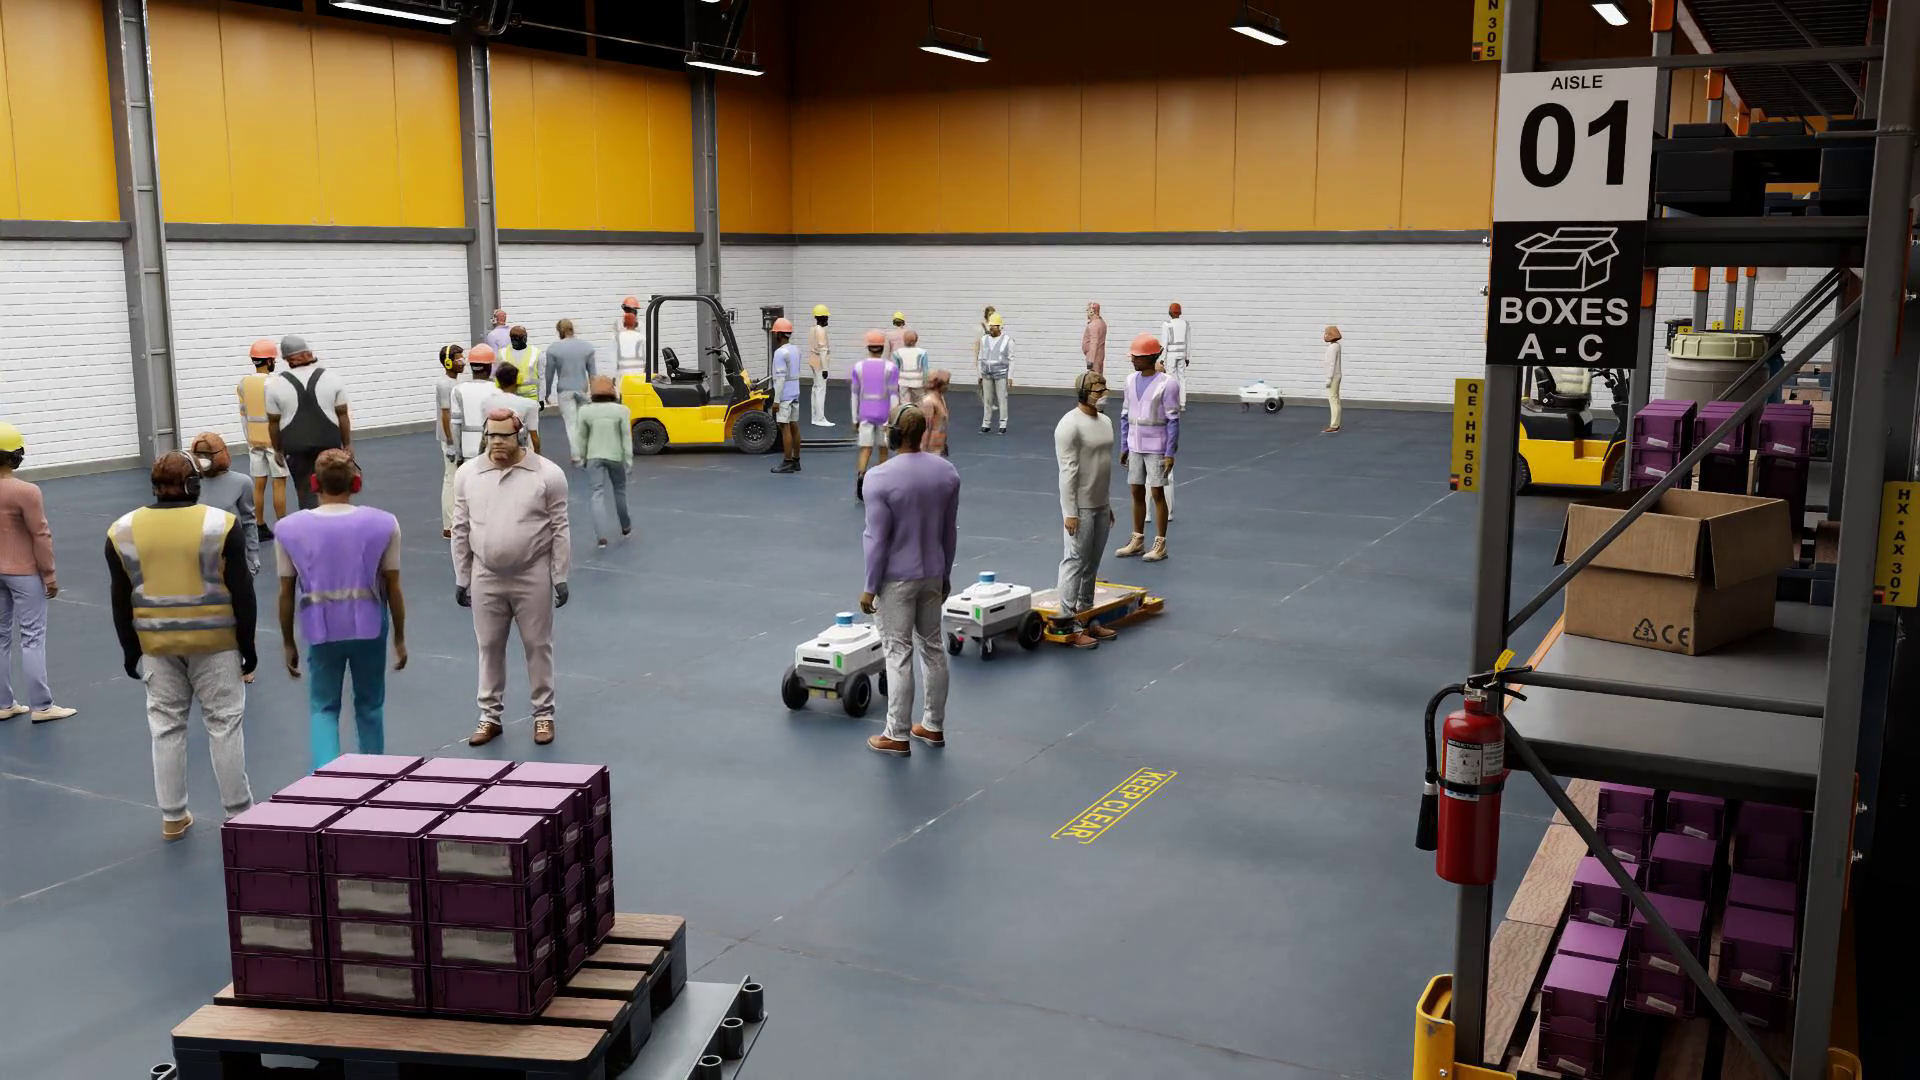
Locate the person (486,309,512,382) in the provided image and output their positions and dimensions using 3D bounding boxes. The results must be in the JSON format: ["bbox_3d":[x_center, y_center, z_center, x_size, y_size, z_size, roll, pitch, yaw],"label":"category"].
[{"bbox_3d":[-6.842,-2.482,24.831,0.401,1.906,0.649,5,11,25],"label":"person"}]

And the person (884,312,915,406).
[{"bbox_3d":[-1.015,-2.928,27.826,0.533,1.765,0.322,-1,10,-8],"label":"person"}]

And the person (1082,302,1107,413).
[{"bbox_3d":[2.276,-3.103,28.427,0.402,1.906,0.652,3,10,18],"label":"person"}]

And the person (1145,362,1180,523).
[{"bbox_3d":[1.995,-0.988,16.966,0.516,1.636,0.314,-2,10,-11],"label":"person"}]

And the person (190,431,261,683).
[{"bbox_3d":[-4.711,0.122,10.546,0.507,1.631,0.280,-5,11,-25],"label":"person"}]

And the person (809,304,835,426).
[{"bbox_3d":[-2.209,-2.769,26.422,0.355,1.930,0.593,-3,10,-19],"label":"person"}]

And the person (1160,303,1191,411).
[{"bbox_3d":[3.742,-3.177,28.918,0.584,1.882,0.337,-4,11,-24],"label":"person"}]

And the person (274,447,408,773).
[{"bbox_3d":[-2.936,0.480,7.934,0.571,1.828,0.549,-3,10,-15],"label":"person"}]

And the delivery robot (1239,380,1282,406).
[{"bbox_3d":[5.193,-2.526,28.723,0.707,0.478,0.477,3,10,18],"label":"delivery robot"}]

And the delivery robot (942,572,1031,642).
[{"bbox_3d":[0.185,0.463,11.419,0.477,0.478,0.707,7,12,34],"label":"delivery robot"}]

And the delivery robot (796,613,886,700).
[{"bbox_3d":[-0.700,0.686,10.127,0.477,0.478,0.707,5,11,25],"label":"delivery robot"}]

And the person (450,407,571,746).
[{"bbox_3d":[-2.506,0.207,9.275,0.652,1.904,0.402,0,10,-2],"label":"person"}]

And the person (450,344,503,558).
[{"bbox_3d":[-4.275,-0.795,14.977,0.557,1.934,0.375,1,10,3],"label":"person"}]

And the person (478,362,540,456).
[{"bbox_3d":[-3.857,-0.594,14.175,0.540,1.820,0.678,1,10,8],"label":"person"}]

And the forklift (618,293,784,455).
[{"bbox_3d":[-3.588,-2.317,23.042,2.313,2.155,1.214,-1,10,-5],"label":"forklift"}]

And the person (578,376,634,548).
[{"bbox_3d":[-3.342,-0.757,15.750,0.515,1.587,0.828,-1,10,-4],"label":"person"}]

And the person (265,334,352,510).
[{"bbox_3d":[-5.968,-0.894,15.251,0.705,2.000,0.591,-4,11,-23],"label":"person"}]

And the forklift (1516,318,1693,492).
[{"bbox_3d":[7.066,-1.601,18.899,2.313,2.155,1.214,5,11,27],"label":"forklift"}]

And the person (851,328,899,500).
[{"bbox_3d":[-0.953,-1.371,18.364,0.542,1.922,0.775,2,10,10],"label":"person"}]

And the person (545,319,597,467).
[{"bbox_3d":[-5.052,-1.908,21.529,0.638,1.895,0.834,-6,12,-33],"label":"person"}]

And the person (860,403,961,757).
[{"bbox_3d":[-0.283,0.217,9.116,0.631,1.940,0.369,-9,13,-41],"label":"person"}]

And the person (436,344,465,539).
[{"bbox_3d":[-4.876,-0.948,16.053,0.327,1.874,0.517,-1,10,-7],"label":"person"}]

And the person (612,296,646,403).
[{"bbox_3d":[-5.336,-2.931,27.041,0.614,2.039,0.394,4,11,24],"label":"person"}]

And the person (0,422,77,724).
[{"bbox_3d":[-5.515,0.197,9.724,0.525,1.772,0.306,2,10,14],"label":"person"}]

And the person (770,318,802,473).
[{"bbox_3d":[-2.194,-1.802,20.804,0.361,1.939,0.543,4,10,21],"label":"person"}]

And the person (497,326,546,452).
[{"bbox_3d":[-5.537,-1.777,20.959,0.620,1.837,0.429,-1,10,-4],"label":"person"}]

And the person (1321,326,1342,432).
[{"bbox_3d":[5.714,-2.465,25.526,0.287,1.631,0.501,4,11,23],"label":"person"}]

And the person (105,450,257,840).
[{"bbox_3d":[-3.611,0.496,7.805,0.621,1.837,0.430,-1,10,-7],"label":"person"}]

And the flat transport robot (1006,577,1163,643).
[{"bbox_3d":[0.876,0.504,12.276,0.652,0.197,1.431,7,12,34],"label":"flat transport robot"}]

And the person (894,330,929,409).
[{"bbox_3d":[-0.705,-2.257,24.320,0.540,1.619,0.560,1,10,7],"label":"person"}]

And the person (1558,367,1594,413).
[{"bbox_3d":[8.568,-2.158,23.291,0.831,1.801,0.597,-6,11,-31],"label":"person"}]

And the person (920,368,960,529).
[{"bbox_3d":[-0.355,-0.910,16.548,0.663,1.615,0.534,1,10,6],"label":"person"}]

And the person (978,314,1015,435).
[{"bbox_3d":[0.532,-2.500,25.146,0.589,1.835,0.404,5,11,26],"label":"person"}]

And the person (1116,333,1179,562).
[{"bbox_3d":[1.658,-0.823,14.837,0.390,2.039,0.612,-9,13,-41],"label":"person"}]

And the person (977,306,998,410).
[{"bbox_3d":[0.479,-3.195,29.196,0.515,1.826,0.603,-6,12,-33],"label":"person"}]

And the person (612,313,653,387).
[{"bbox_3d":[-5.008,-2.548,25.448,0.594,1.833,0.979,1,10,7],"label":"person"}]

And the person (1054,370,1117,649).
[{"bbox_3d":[0.896,-0.223,11.663,0.372,1.940,0.631,6,11,31],"label":"person"}]

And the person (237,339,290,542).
[{"bbox_3d":[-6.546,-0.932,15.770,0.544,1.939,0.354,4,10,20],"label":"person"}]
